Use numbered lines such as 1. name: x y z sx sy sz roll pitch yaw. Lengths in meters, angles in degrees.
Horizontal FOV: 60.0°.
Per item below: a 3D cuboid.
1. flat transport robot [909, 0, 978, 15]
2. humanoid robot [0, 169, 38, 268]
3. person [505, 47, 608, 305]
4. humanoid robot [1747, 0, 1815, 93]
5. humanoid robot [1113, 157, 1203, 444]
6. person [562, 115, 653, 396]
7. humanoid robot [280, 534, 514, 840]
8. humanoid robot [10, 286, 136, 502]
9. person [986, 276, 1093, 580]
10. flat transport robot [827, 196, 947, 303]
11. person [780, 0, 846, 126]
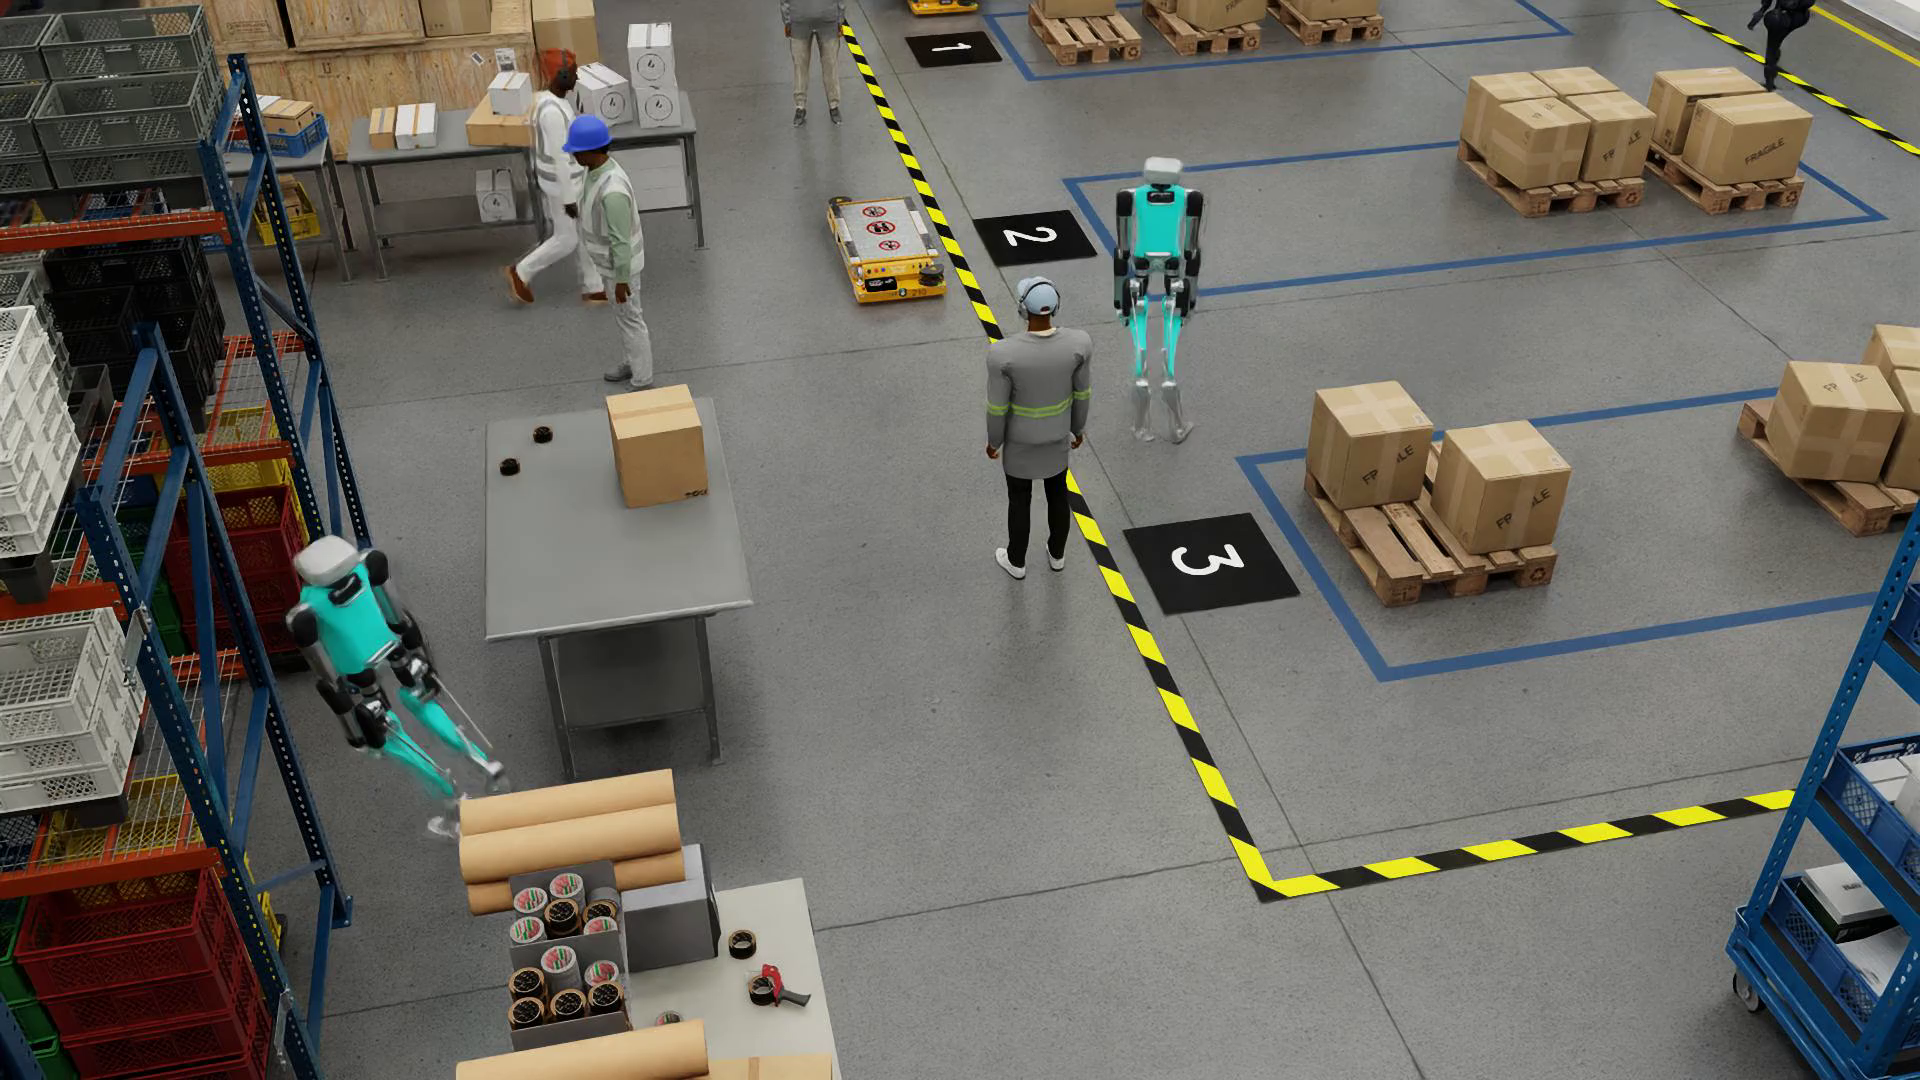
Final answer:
1. flat transport robot: -0.292 -5.826 17.360 0.652 0.197 1.431 -8 37 -10
2. humanoid robot: -6.013 -1.784 10.805 0.772 1.625 0.607 -14 39 -18
3. person: -2.825 -2.471 11.550 0.771 1.847 0.651 -2 37 -2
4. humanoid robot: 7.288 -4.702 14.694 0.602 1.650 0.455 -15 39 -19
5. humanoid robot: 1.214 -1.386 10.184 0.566 1.754 0.790 1 37 1
6. person: -2.204 -1.775 10.543 0.419 1.939 0.605 -14 39 -18
7. humanoid robot: -2.305 0.821 7.257 0.947 1.794 0.583 17 40 22
8. humanoid robot: -5.226 -0.830 9.525 0.765 1.628 0.597 -5 37 -6
9. person: 0.413 -0.601 9.035 0.588 1.852 0.375 -10 38 -13
10. flat transport robot: -0.570 -2.220 12.538 0.659 0.231 1.431 -8 37 -10
11. person: -1.255 -4.452 14.279 0.563 1.769 0.400 -4 37 -5
